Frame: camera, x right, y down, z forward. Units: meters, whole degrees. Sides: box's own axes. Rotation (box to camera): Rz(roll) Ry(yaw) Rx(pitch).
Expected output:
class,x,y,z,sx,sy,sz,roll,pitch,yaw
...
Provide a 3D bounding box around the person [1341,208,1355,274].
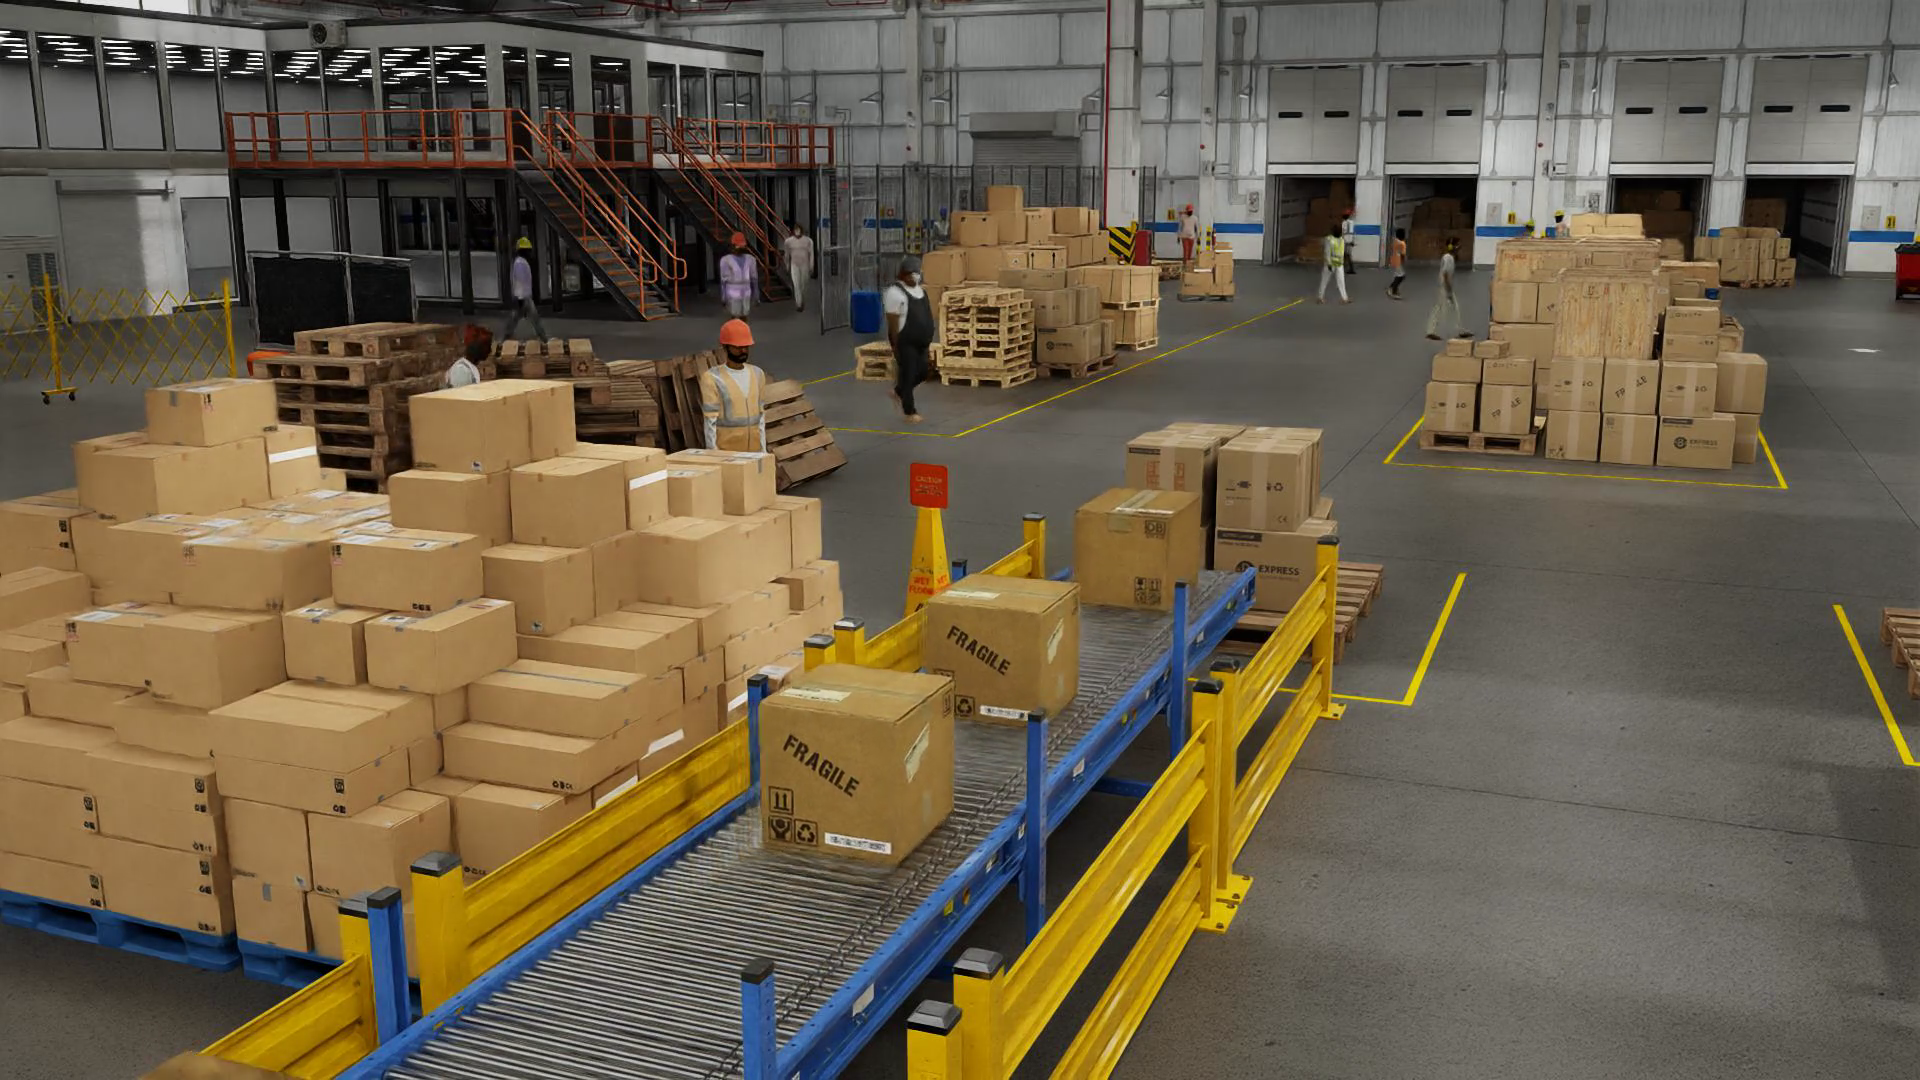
class,x,y,z,sx,sy,sz,roll,pitch,yaw
person,11.168,-8.702,48.446,0.963,1.889,0.593,9,15,35

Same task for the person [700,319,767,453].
class,x,y,z,sx,sy,sz,roll,pitch,yaw
person,-1.632,-0.661,12.282,0.547,1.938,0.359,-12,17,-43

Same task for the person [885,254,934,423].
class,x,y,z,sx,sy,sz,roll,pitch,yaw
person,-0.625,-2.434,20.002,0.674,2.000,0.689,9,15,35

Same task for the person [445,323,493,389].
class,x,y,z,sx,sy,sz,roll,pitch,yaw
person,-3.878,-0.788,13.133,1.001,1.819,0.624,-3,13,-13

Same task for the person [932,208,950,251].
class,x,y,z,sx,sy,sz,roll,pitch,yaw
person,-0.474,-8.284,46.444,0.611,1.950,0.377,1,13,3

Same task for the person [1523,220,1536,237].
class,x,y,z,sx,sy,sz,roll,pitch,yaw
person,14.556,-7.292,42.514,0.875,1.728,0.546,4,13,16

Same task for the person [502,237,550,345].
class,x,y,z,sx,sy,sz,roll,pitch,yaw
person,-7.373,-4.192,28.266,0.980,1.871,0.604,-4,13,-16

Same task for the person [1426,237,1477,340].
class,x,y,z,sx,sy,sz,roll,pitch,yaw
person,8.746,-4.439,29.481,0.923,1.827,0.560,7,14,28

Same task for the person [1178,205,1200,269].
class,x,y,z,sx,sy,sz,roll,pitch,yaw
person,6.946,-9.154,50.374,0.644,1.937,1.012,-1,13,-4

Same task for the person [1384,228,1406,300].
class,x,y,z,sx,sy,sz,roll,pitch,yaw
person,10.135,-6.403,38.600,0.439,1.683,0.545,-2,13,-7

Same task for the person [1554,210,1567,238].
class,x,y,z,sx,sy,sz,roll,pitch,yaw
person,16.549,-8.144,45.911,0.422,1.911,0.587,7,14,28

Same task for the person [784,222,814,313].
class,x,y,z,sx,sy,sz,roll,pitch,yaw
person,-3.443,-5.850,35.656,0.635,1.908,0.968,-2,13,-8

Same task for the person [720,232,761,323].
class,x,y,z,sx,sy,sz,roll,pitch,yaw
person,-3.522,-3.927,26.774,0.609,2.018,0.668,-7,15,-30

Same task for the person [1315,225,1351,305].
class,x,y,z,sx,sy,sz,roll,pitch,yaw
person,8.392,-6.171,37.352,0.638,1.798,0.983,-7,14,-28
